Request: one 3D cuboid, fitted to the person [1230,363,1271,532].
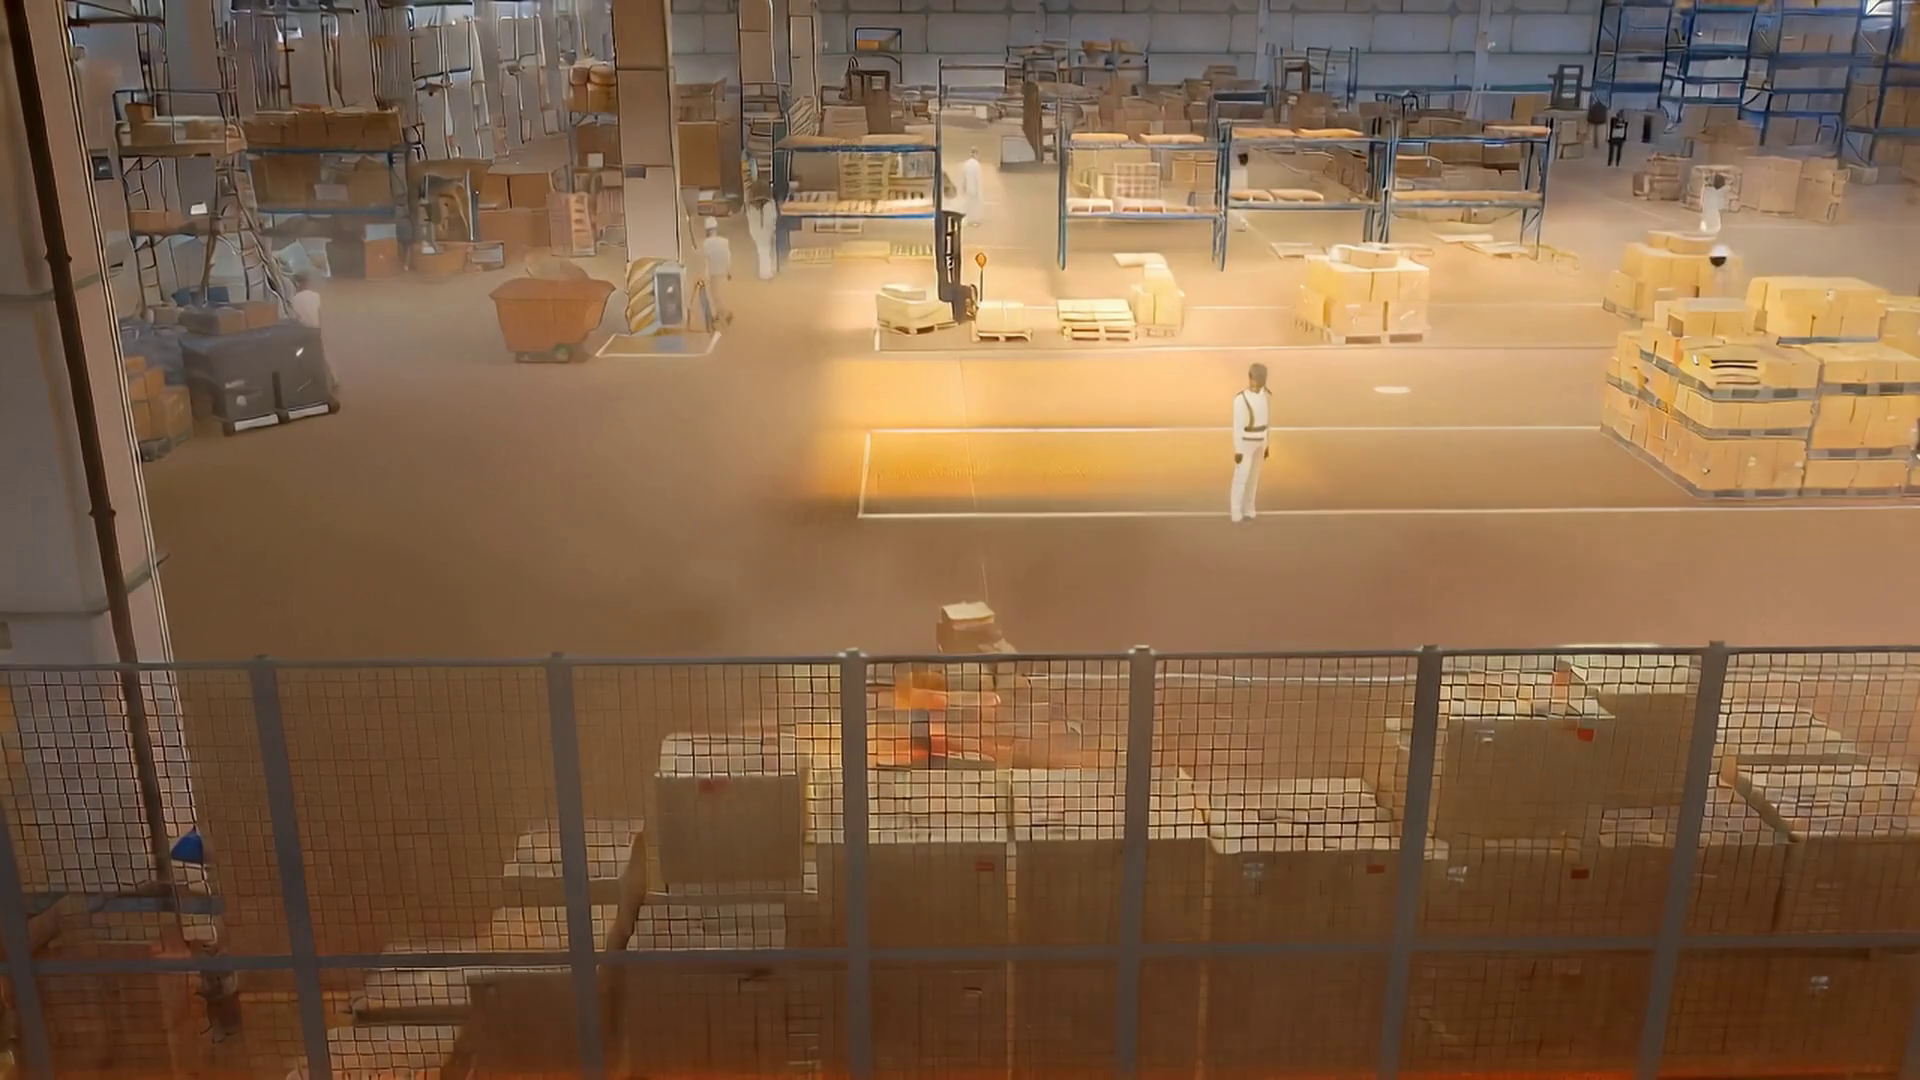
[{"bbox_3d":[3.247,-1.040,18.493,0.573,1.883,0.359,-16,25,-40],"label":"person"}]

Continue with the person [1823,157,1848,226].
[{"bbox_3d":[21.884,-8.692,41.494,0.530,1.689,0.322,-8,20,-24],"label":"person"}]

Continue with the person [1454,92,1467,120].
[{"bbox_3d":[18.719,-15.735,62.072,0.575,1.883,0.985,12,22,31],"label":"person"}]

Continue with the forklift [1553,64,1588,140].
[{"bbox_3d":[23.281,-16.817,63.761,1.129,2.768,1.873,-1,19,-2],"label":"forklift"}]

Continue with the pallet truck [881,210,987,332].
[{"bbox_3d":[-0.493,-4.759,29.349,1.885,1.965,0.823,-13,23,-34],"label":"pallet truck"}]

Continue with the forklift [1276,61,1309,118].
[{"bbox_3d":[13.228,-17.508,65.810,1.129,2.768,1.873,-1,19,-1],"label":"forklift"}]

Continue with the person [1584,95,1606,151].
[{"bbox_3d":[22.856,-15.043,59.926,0.635,1.943,0.992,-3,19,-10],"label":"person"}]

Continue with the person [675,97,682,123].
[{"bbox_3d":[-10.164,-14.848,59.411,0.616,1.911,0.575,14,23,35],"label":"person"}]

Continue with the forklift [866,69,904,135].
[{"bbox_3d":[-2.895,-15.504,59.864,1.129,2.768,1.873,10,21,28],"label":"forklift"}]

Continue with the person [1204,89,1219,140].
[{"bbox_3d":[9.555,-16.104,63.106,0.627,1.934,0.371,14,23,36],"label":"person"}]

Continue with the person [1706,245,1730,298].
[{"bbox_3d":[12.011,-3.751,26.540,1.005,1.877,0.567,6,20,18],"label":"person"}]

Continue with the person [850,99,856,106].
[{"bbox_3d":[-3.993,-15.469,61.625,0.550,1.664,0.764,-16,24,-40],"label":"person"}]

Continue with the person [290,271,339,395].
[{"bbox_3d":[-9.562,-3.052,24.536,0.910,1.842,0.531,13,23,35],"label":"person"}]

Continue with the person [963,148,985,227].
[{"bbox_3d":[0.386,-8.732,41.246,0.485,1.923,0.664,-15,24,-37],"label":"person"}]

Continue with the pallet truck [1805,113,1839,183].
[{"bbox_3d":[26.403,-11.957,50.702,0.823,1.965,1.885,6,19,16],"label":"pallet truck"}]

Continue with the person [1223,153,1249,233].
[{"bbox_3d":[6.706,-8.404,40.274,0.517,1.926,0.632,-1,19,-3],"label":"person"}]

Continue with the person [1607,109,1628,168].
[{"bbox_3d":[21.394,-13.082,54.179,0.593,1.911,0.383,1,19,4],"label":"person"}]

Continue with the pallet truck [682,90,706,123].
[{"bbox_3d":[-9.671,-15.907,62.421,0.823,1.965,1.885,5,19,15],"label":"pallet truck"}]

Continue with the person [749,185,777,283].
[{"bbox_3d":[-4.033,-6.256,33.722,0.534,2.000,0.849,-8,20,-21],"label":"person"}]

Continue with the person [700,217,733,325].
[{"bbox_3d":[-4.284,-4.749,29.457,0.714,1.907,0.588,17,25,41],"label":"person"}]

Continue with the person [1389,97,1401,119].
[{"bbox_3d":[15.660,-15.148,60.411,0.630,1.842,0.429,-8,20,-22],"label":"person"}]

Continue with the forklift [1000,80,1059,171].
[{"bbox_3d":[2.238,-13.269,53.236,1.873,2.768,1.129,-1,19,-2],"label":"forklift"}]

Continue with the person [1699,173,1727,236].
[{"bbox_3d":[16.155,-6.888,35.736,0.387,1.958,0.605,-7,20,-20],"label":"person"}]
